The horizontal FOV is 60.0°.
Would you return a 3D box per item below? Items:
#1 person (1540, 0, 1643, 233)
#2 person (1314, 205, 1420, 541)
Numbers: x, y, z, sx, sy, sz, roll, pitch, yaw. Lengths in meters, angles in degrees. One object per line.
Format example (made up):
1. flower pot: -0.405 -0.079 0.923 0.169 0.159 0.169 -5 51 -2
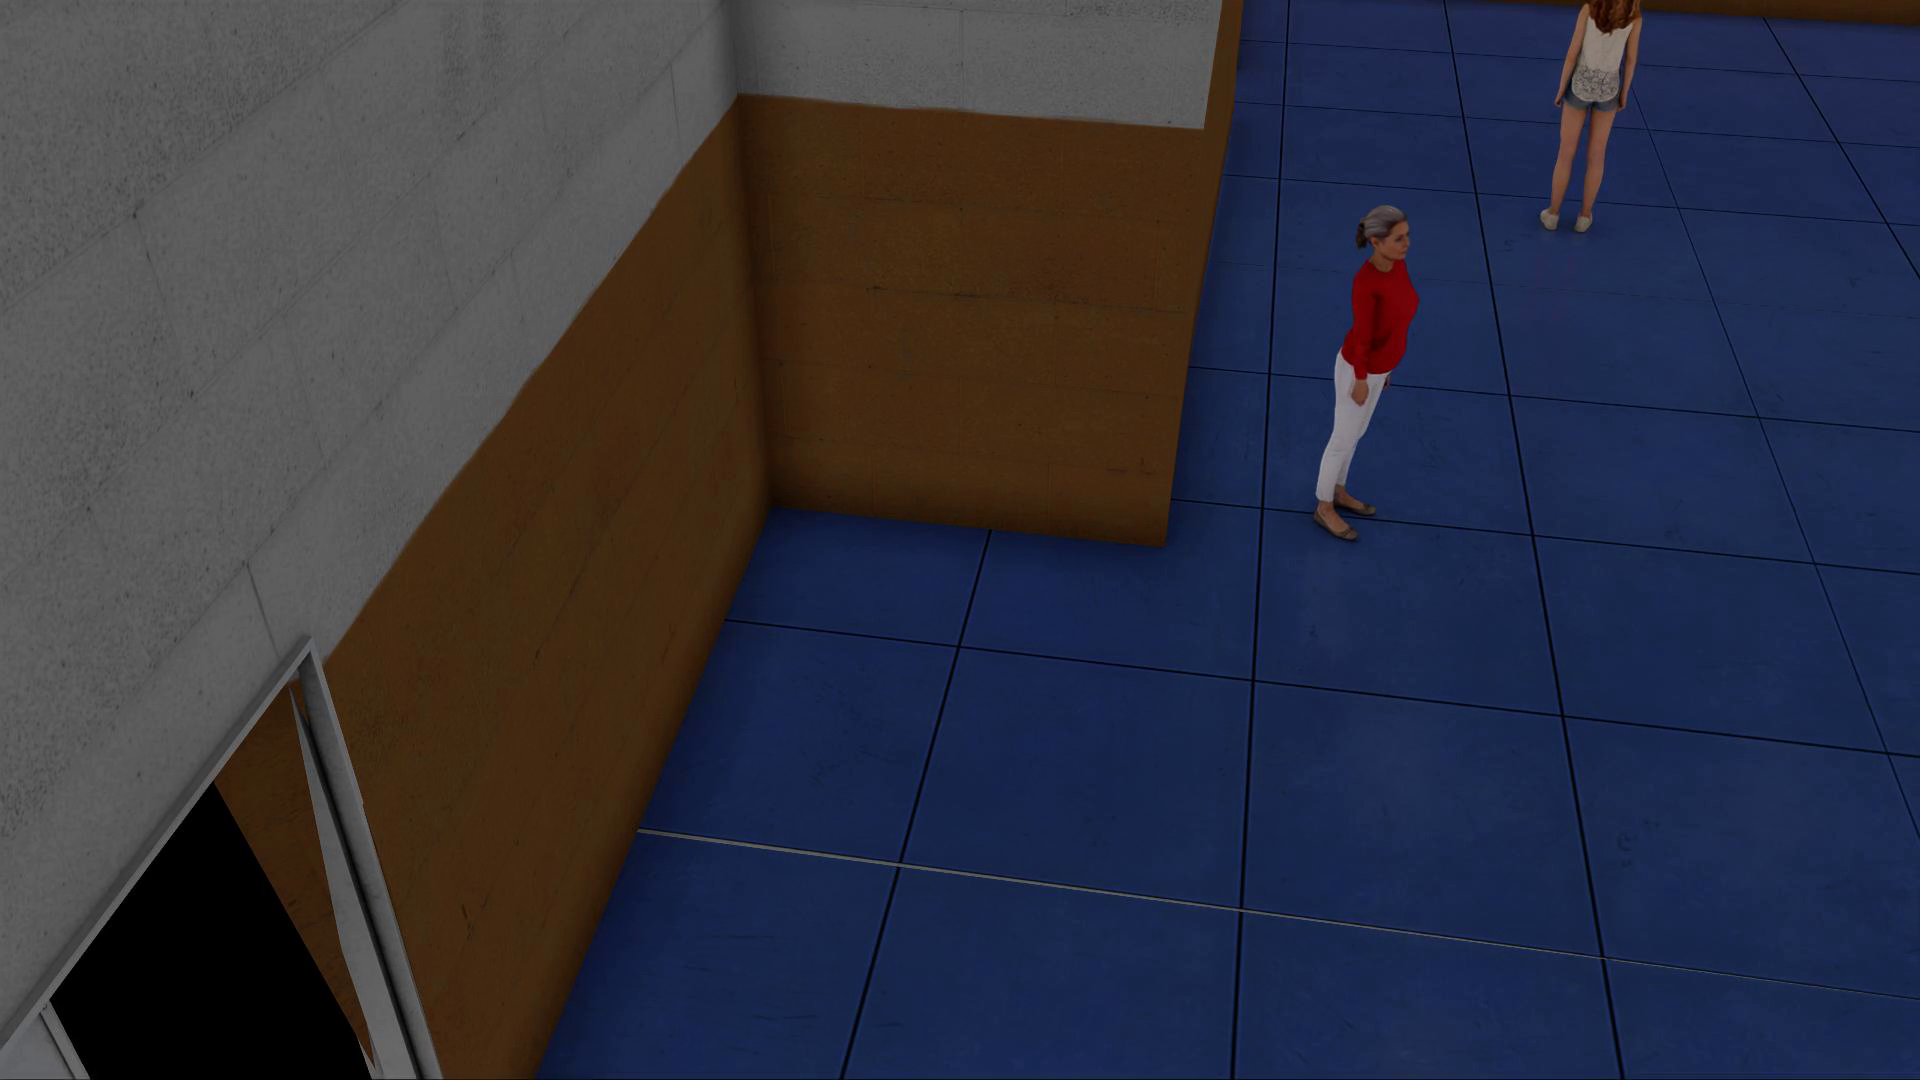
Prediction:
1. person: 3.999 -2.798 10.515 0.447 1.758 0.646 8 38 10
2. person: 1.919 -0.806 7.914 0.661 1.693 0.632 24 43 28
